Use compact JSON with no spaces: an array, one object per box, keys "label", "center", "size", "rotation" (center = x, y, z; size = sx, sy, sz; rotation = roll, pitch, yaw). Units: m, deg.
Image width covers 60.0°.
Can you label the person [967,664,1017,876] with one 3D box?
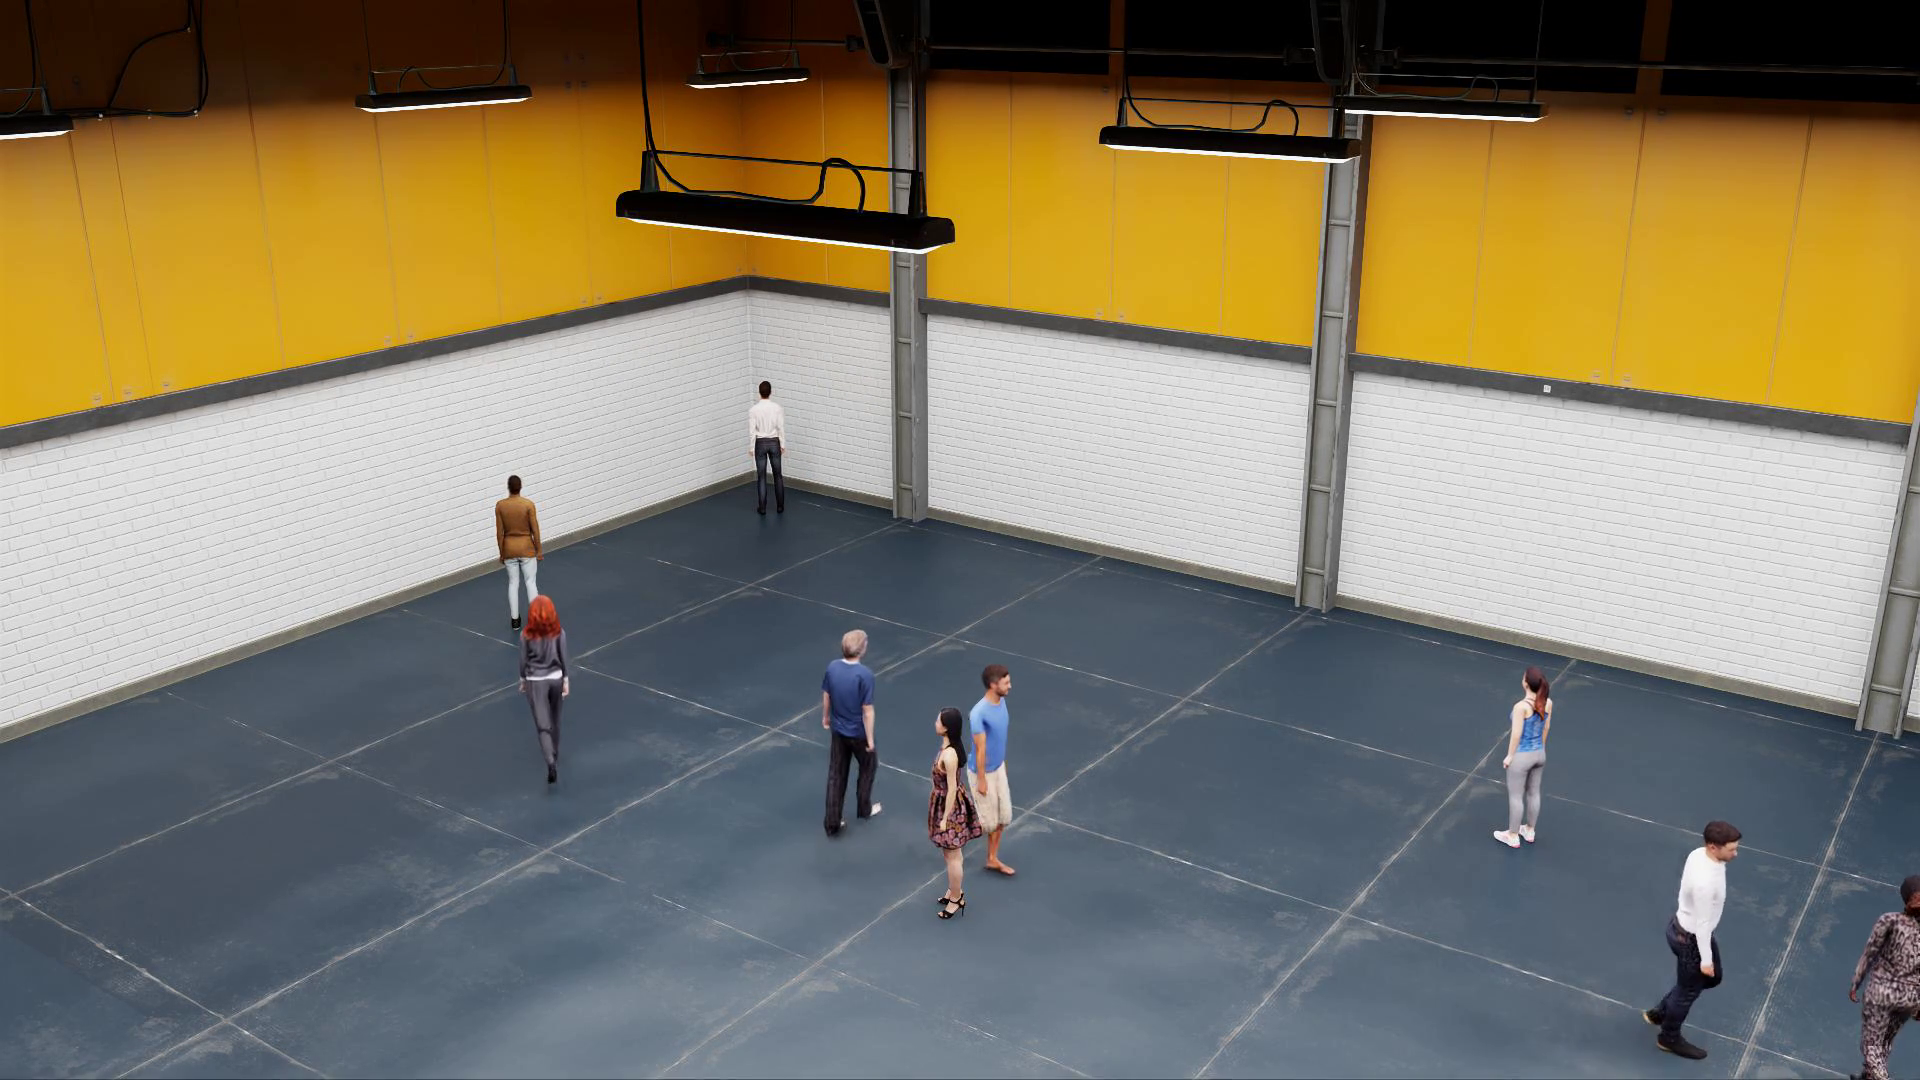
[{"label":"person","center":[0.153,1.876,13.655],"size":[0.878,1.846,0.673],"rotation":[11,22,30]}]

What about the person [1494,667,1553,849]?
[{"label":"person","center":[4.818,1.837,14.142],"size":[0.651,1.609,0.678],"rotation":[-8,20,-24]}]

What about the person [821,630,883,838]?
[{"label":"person","center":[-0.965,1.690,14.216],"size":[0.850,1.841,0.876],"rotation":[9,21,25]}]

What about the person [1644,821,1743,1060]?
[{"label":"person","center":[4.872,2.680,11.271],"size":[0.735,1.844,0.728],"rotation":[7,20,20]}]

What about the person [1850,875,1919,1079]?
[{"label":"person","center":[5.989,2.972,10.631],"size":[1.040,1.698,0.934],"rotation":[3,19,7]}]

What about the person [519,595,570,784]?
[{"label":"person","center":[-3.804,1.391,15.266],"size":[0.986,1.736,1.206],"rotation":[-8,20,-23]}]

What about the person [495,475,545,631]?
[{"label":"person","center":[-5.008,0.128,18.893],"size":[0.695,1.816,0.783],"rotation":[-1,19,-3]}]

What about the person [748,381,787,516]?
[{"label":"person","center":[-2.654,-1.280,22.987],"size":[0.724,1.871,0.761],"rotation":[-5,19,-14]}]

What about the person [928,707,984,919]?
[{"label":"person","center":[-0.086,2.125,13.028],"size":[0.840,1.774,0.798],"rotation":[1,19,2]}]
